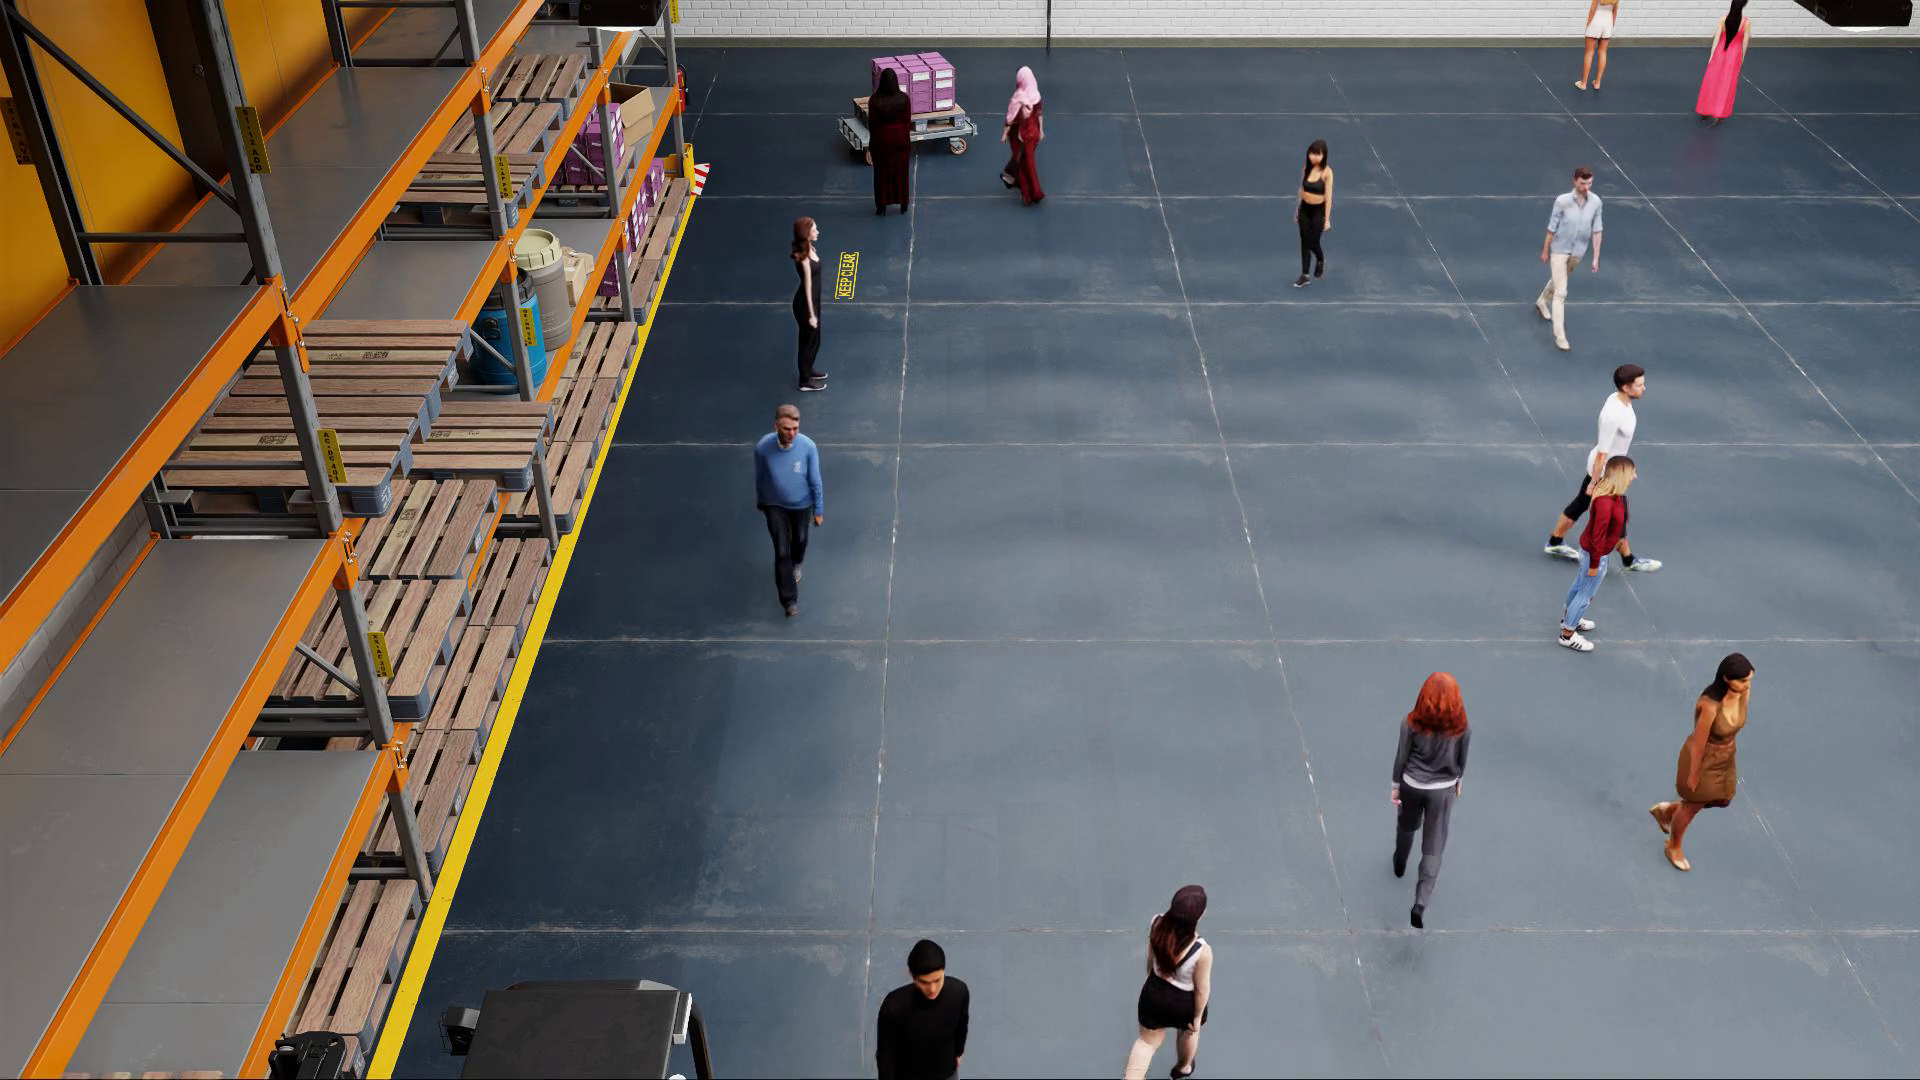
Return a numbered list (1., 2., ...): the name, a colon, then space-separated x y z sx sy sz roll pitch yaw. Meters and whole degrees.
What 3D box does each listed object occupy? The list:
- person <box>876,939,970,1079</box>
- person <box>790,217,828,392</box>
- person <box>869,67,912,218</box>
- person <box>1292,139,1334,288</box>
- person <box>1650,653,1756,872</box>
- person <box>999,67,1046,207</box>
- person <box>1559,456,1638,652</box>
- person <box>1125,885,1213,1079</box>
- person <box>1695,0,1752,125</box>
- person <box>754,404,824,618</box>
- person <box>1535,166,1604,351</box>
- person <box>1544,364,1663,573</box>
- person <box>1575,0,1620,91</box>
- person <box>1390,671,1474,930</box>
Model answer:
1. person: -0.222 2.645 8.538 0.839 1.689 1.159 -8 35 -12
2. person: -1.462 -2.253 15.857 0.632 1.745 0.467 3 34 4
3. person: -0.809 -4.651 19.452 0.719 1.758 0.683 -8 34 -12
4. person: 3.842 -3.526 17.868 0.778 1.638 0.840 27 42 35
5. person: 4.646 1.359 10.486 0.741 1.675 0.814 -18 38 -25
6. person: 0.824 -4.797 19.794 1.082 1.623 1.155 -28 43 -35
7. person: 4.761 0.076 12.455 0.709 1.631 0.541 10 35 15
8. person: 1.080 2.492 8.827 0.922 1.624 1.087 21 39 28
9. person: 10.188 -6.394 22.103 0.709 1.727 0.726 18 37 24
10. person: -1.343 -0.338 12.969 0.779 1.751 1.212 -3 34 -5
11. person: 6.121 -2.935 16.843 0.744 1.789 1.300 -4 34 -7
12. person: 5.061 -0.584 13.286 1.080 1.812 1.187 15 36 21
13. person: 8.973 -7.185 23.321 0.557 1.696 0.542 -1 34 -1
14. person: 2.834 1.571 10.091 0.788 1.759 1.115 9 35 13
